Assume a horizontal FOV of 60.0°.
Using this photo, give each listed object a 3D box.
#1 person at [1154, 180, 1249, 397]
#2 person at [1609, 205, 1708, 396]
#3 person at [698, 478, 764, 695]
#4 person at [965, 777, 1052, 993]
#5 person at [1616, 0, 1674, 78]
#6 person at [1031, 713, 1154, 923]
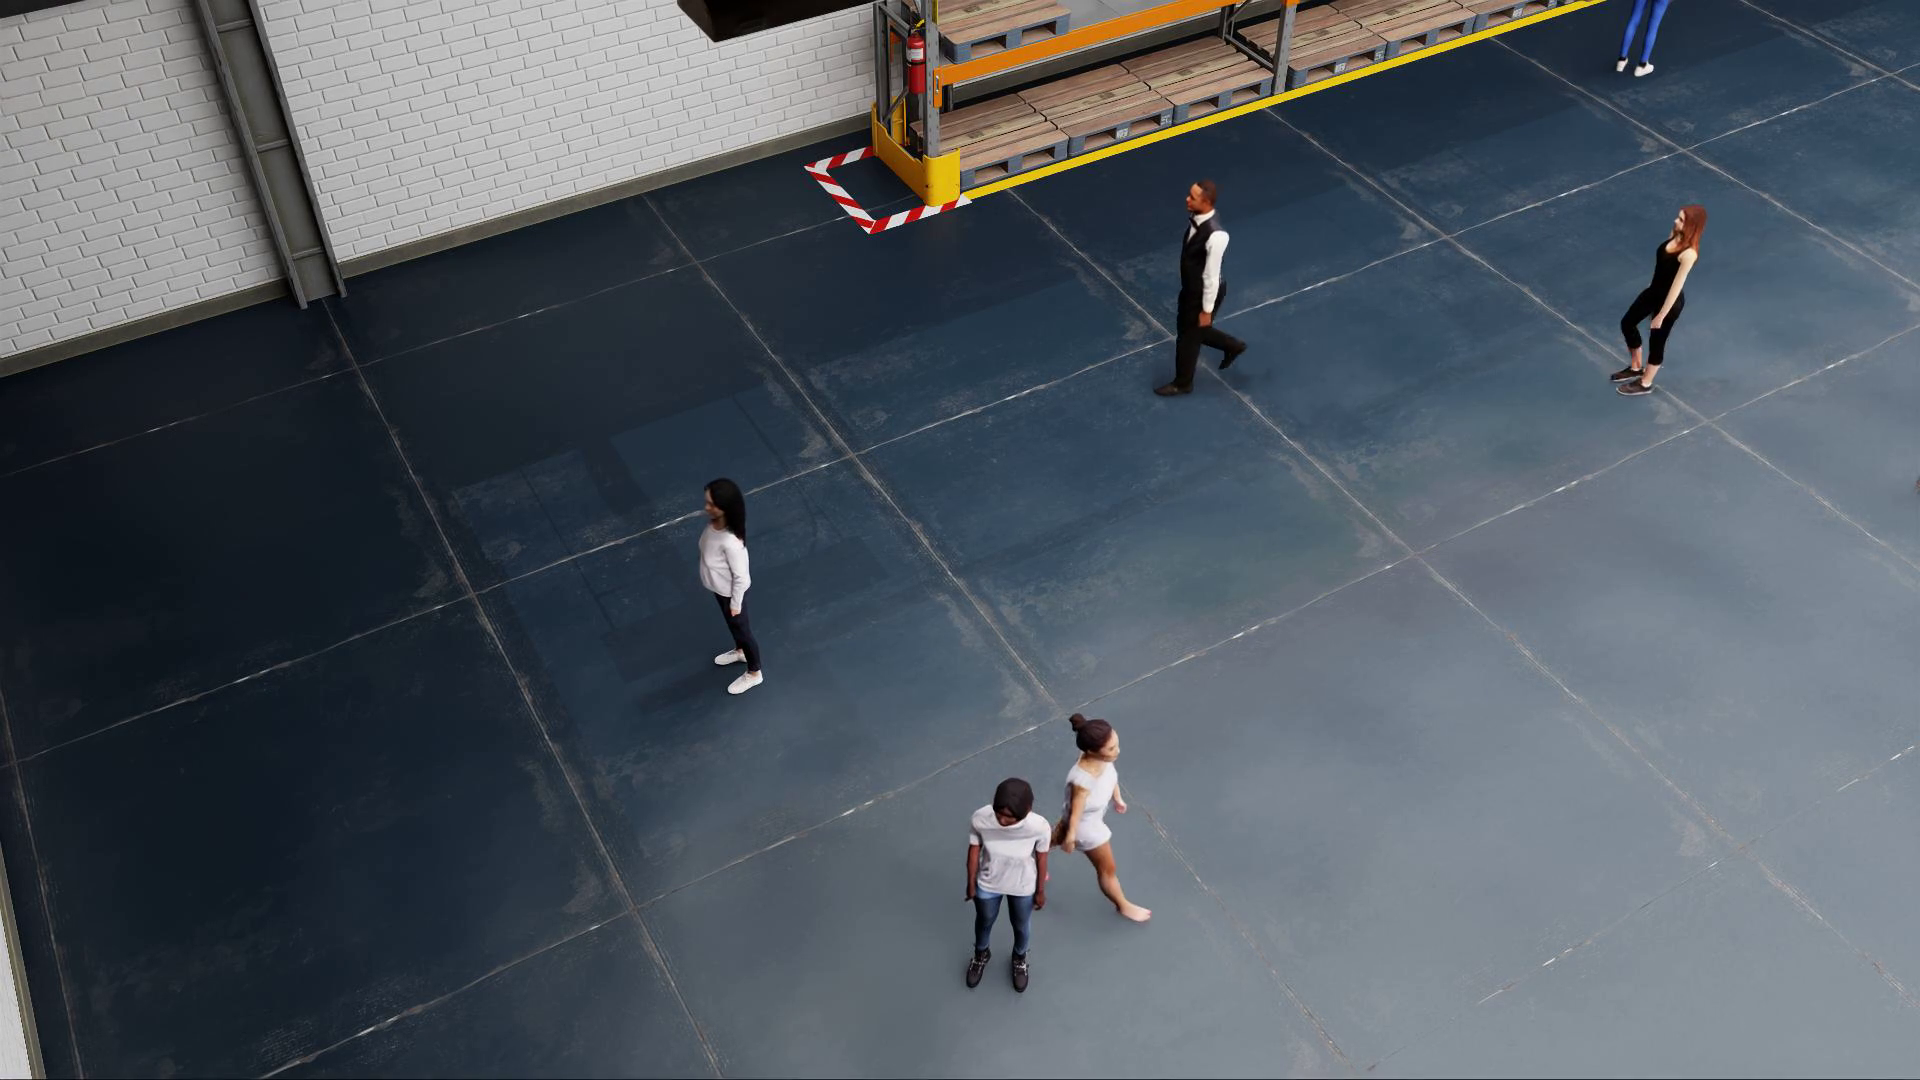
[{"bbox_3d":[1.928,-1.904,12.690,1.109,1.900,0.908,-8,44,-8],"label":"person"},{"bbox_3d":[5.466,-1.822,12.733,0.721,1.721,0.692,0,44,0],"label":"person"},{"bbox_3d":[-1.452,0.278,10.545,0.579,1.698,0.638,-17,46,-17],"label":"person"},{"bbox_3d":[0.247,1.832,8.898,0.649,1.720,0.731,6,44,6],"label":"person"},{"bbox_3d":[6.915,-5.504,16.565,0.713,1.768,0.661,31,52,29],"label":"person"},{"bbox_3d":[0.626,1.523,9.331,1.095,1.571,1.073,14,45,14],"label":"person"}]
